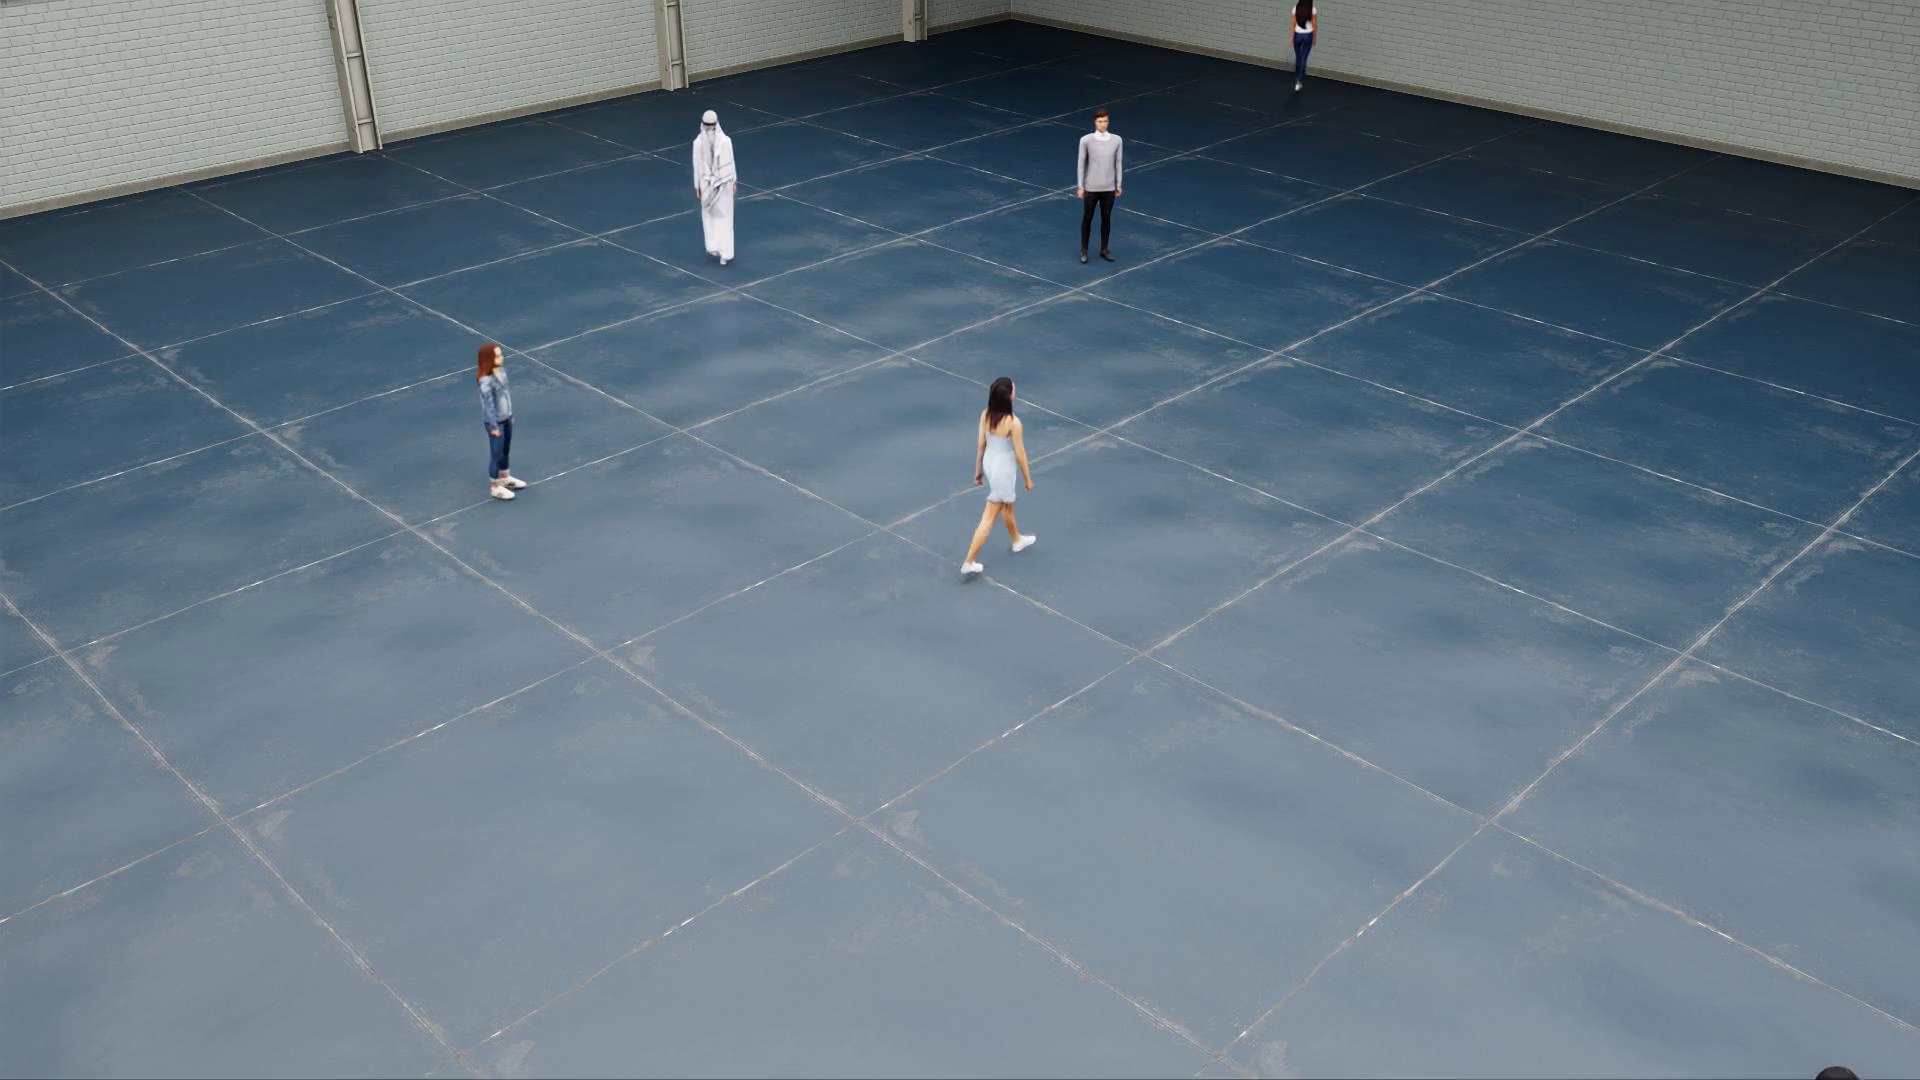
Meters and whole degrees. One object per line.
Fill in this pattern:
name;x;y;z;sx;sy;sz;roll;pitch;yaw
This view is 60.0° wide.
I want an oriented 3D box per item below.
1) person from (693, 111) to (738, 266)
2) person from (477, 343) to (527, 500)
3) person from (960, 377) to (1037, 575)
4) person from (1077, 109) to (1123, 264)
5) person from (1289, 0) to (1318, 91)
person;-3.066;-4.406;20.949;0.924;1.905;0.974;-3;28;-5
person;-4.233;-1.102;15.204;0.684;1.473;0.582;6;29;11
person;0.264;-0.497;13.840;0.573;1.688;1.123;25;37;38
person;1.769;-4.513;21.131;0.799;1.923;0.899;-4;28;-8
person;6.057;-8.799;29.386;0.868;1.728;1.173;12;30;21
